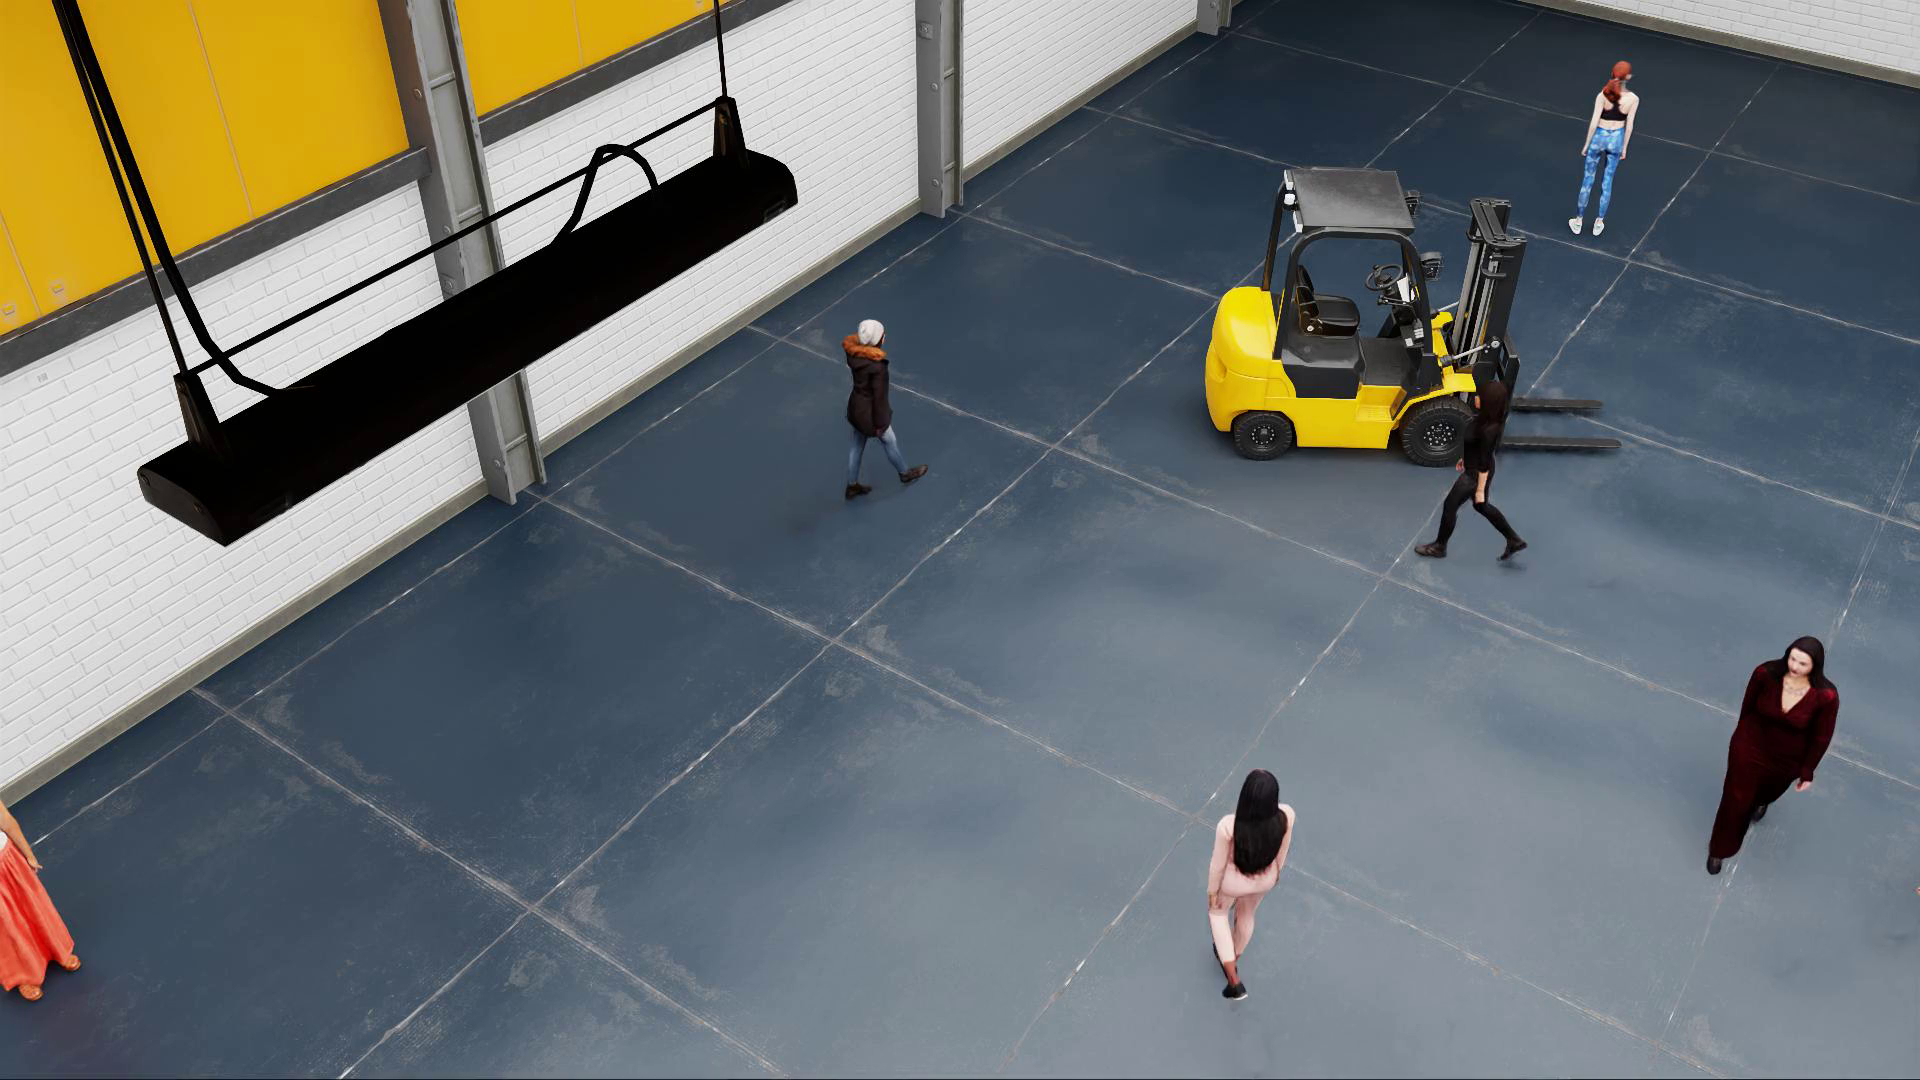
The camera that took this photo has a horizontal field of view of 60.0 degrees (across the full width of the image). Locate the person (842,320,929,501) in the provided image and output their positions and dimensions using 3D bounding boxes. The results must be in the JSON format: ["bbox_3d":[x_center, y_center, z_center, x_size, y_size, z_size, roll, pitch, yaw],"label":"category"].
[{"bbox_3d":[-0.772,-0.994,13.068,1.032,1.607,0.821,-25,45,-28],"label":"person"}]

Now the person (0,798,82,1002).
[{"bbox_3d":[-5.433,1.872,9.323,0.697,1.801,0.530,20,43,23],"label":"person"}]

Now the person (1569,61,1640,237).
[{"bbox_3d":[6.418,-3.898,16.562,0.654,1.784,0.667,7,39,9],"label":"person"}]

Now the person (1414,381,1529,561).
[{"bbox_3d":[3.945,-0.477,12.412,0.770,1.618,1.018,14,41,17],"label":"person"}]

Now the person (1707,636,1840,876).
[{"bbox_3d":[5.026,1.226,10.216,0.697,1.697,1.101,21,43,24],"label":"person"}]

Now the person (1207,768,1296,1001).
[{"bbox_3d":[1.615,1.960,9.288,0.891,1.708,0.951,-6,39,-8],"label":"person"}]
